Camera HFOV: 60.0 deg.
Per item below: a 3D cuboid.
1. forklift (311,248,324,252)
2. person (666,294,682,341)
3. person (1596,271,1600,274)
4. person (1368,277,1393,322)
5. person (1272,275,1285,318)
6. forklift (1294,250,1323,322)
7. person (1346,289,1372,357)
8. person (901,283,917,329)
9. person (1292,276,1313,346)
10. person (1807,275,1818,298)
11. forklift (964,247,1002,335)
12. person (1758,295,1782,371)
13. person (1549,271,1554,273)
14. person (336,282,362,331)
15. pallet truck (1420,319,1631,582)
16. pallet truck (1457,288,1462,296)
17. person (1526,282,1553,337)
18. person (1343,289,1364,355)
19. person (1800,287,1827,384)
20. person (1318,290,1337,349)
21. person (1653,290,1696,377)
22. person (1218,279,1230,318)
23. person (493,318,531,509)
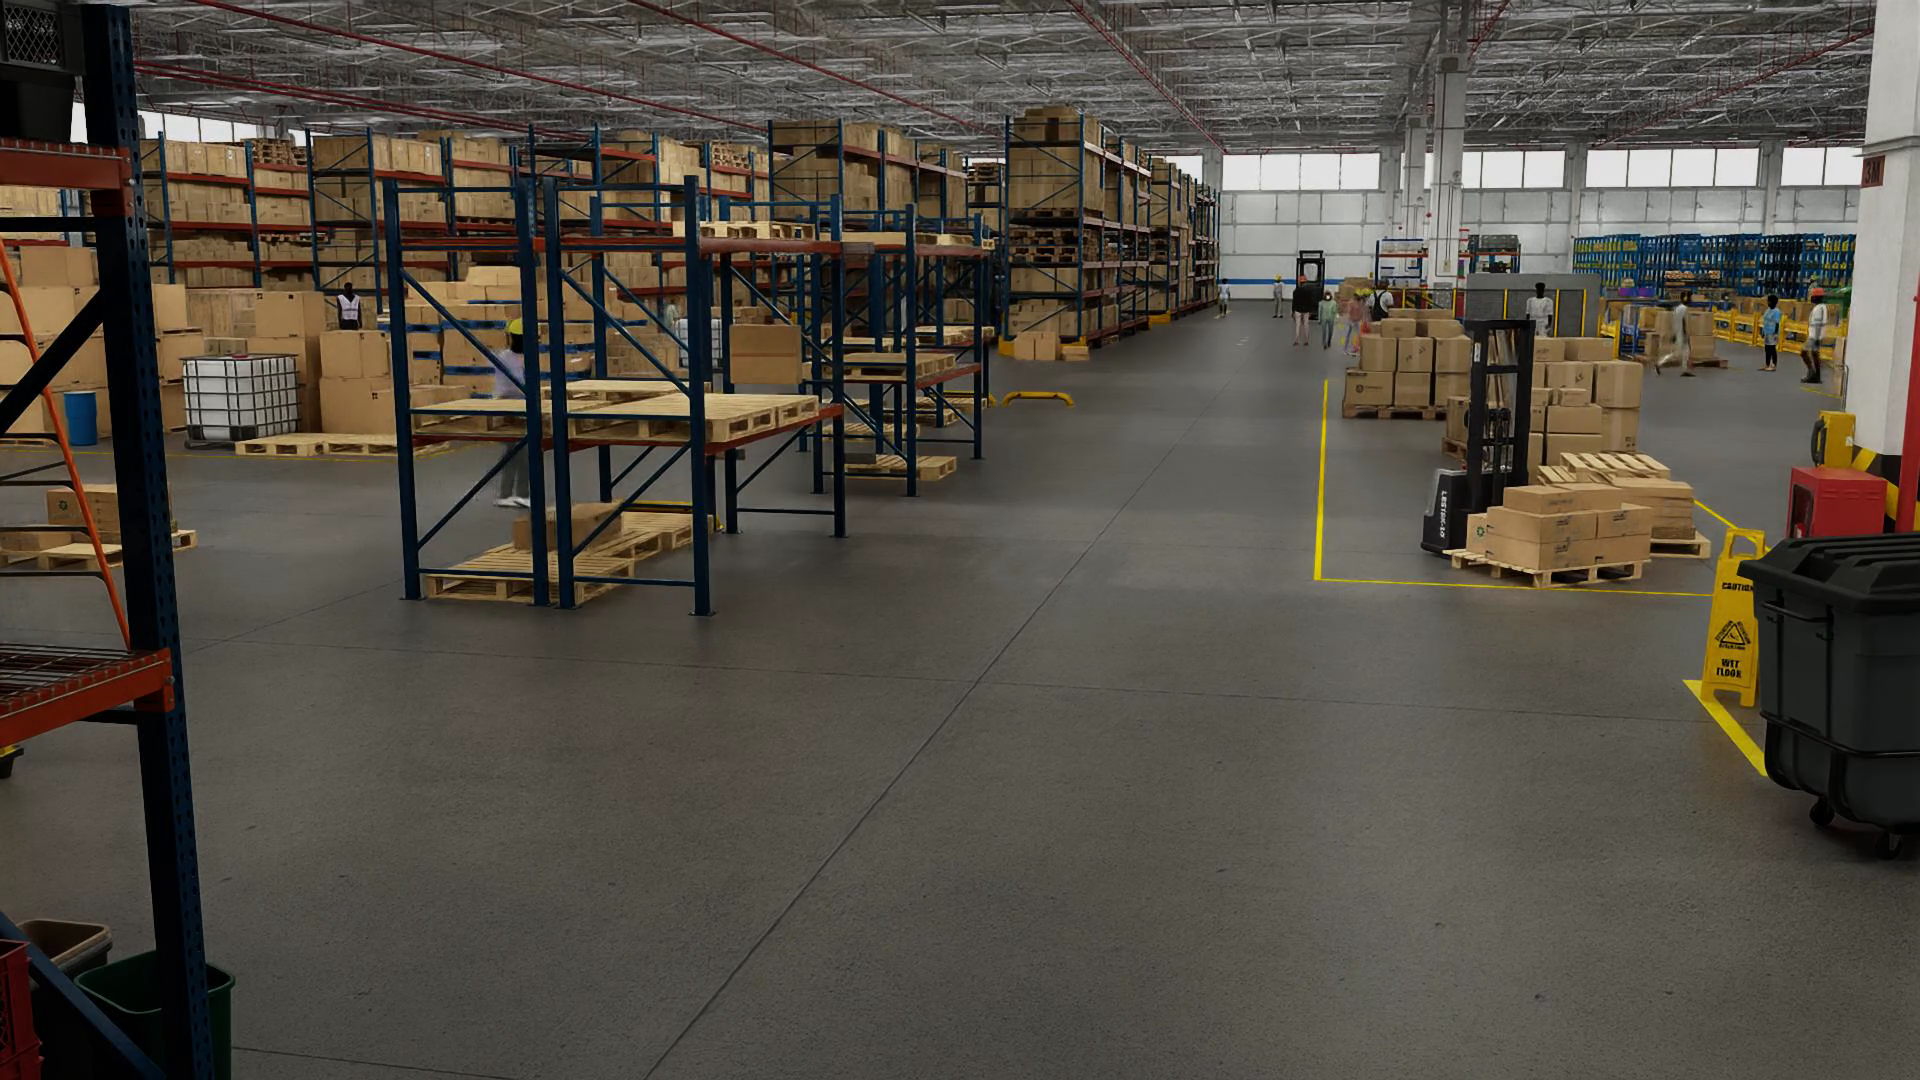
[{"bbox_3d":[-19.932,-7.789,52.328,1.873,2.768,1.129,2,10,12],"label":"forklift"},{"bbox_3d":[-7.029,-5.186,40.629,0.567,1.620,0.528,7,12,34],"label":"person"},{"bbox_3d":[33.867,-13.345,88.289,0.372,1.843,0.570,-1,10,-8],"label":"person"},{"bbox_3d":[10.452,-5.467,41.061,0.538,2.000,0.684,-7,12,-37],"label":"person"},{"bbox_3d":[13.440,-10.275,70.194,0.404,1.826,0.591,-7,12,-35],"label":"person"},{"bbox_3d":[13.778,-10.002,65.433,1.129,2.768,1.873,2,10,12],"label":"forklift"},{"bbox_3d":[10.170,-5.476,42.021,0.830,1.726,0.554,3,10,20],"label":"person"},{"bbox_3d":[-1.346,-5.704,43.006,0.696,1.859,0.611,1,10,7],"label":"person"},{"bbox_3d":[9.783,-6.547,47.591,0.609,1.995,0.376,-2,10,-9],"label":"person"},{"bbox_3d":[37.042,-10.619,72.345,0.932,1.784,0.593,3,10,16],"label":"person"},{"bbox_3d":[0.560,-7.150,48.546,1.129,2.768,1.873,2,10,12],"label":"forklift"},{"bbox_3d":[17.960,-4.576,36.832,0.320,1.690,0.535,0,10,-2],"label":"person"},{"bbox_3d":[25.997,-10.863,73.312,0.622,1.932,0.424,-2,10,-12],"label":"person"},{"bbox_3d":[-15.137,-5.432,41.253,0.592,1.911,0.385,-8,13,-40],"label":"person"},{"bbox_3d":[4.543,-0.757,13.299,0.823,1.965,1.885,-4,10,-22],"label":"pallet truck"},{"bbox_3d":[20.506,-9.785,68.819,0.653,1.274,1.630,2,10,12],"label":"pallet truck"},{"bbox_3d":[13.215,-4.904,37.992,0.598,1.958,0.377,7,12,36],"label":"person"},{"bbox_3d":[10.234,-5.628,42.999,0.559,1.700,0.909,-5,11,-25],"label":"person"},{"bbox_3d":[17.024,-4.077,33.176,0.490,1.918,0.561,9,13,42],"label":"person"},{"bbox_3d":[10.113,-6.056,45.767,0.521,1.622,0.336,1,10,6],"label":"person"},{"bbox_3d":[15.087,-4.334,34.973,0.816,1.838,0.508,3,10,17],"label":"person"},{"bbox_3d":[11.234,-10.303,70.839,0.548,1.641,0.885,0,10,2],"label":"person"},{"bbox_3d":[-4.334,-1.246,16.481,0.682,1.893,0.602,2,10,10],"label":"person"}]
